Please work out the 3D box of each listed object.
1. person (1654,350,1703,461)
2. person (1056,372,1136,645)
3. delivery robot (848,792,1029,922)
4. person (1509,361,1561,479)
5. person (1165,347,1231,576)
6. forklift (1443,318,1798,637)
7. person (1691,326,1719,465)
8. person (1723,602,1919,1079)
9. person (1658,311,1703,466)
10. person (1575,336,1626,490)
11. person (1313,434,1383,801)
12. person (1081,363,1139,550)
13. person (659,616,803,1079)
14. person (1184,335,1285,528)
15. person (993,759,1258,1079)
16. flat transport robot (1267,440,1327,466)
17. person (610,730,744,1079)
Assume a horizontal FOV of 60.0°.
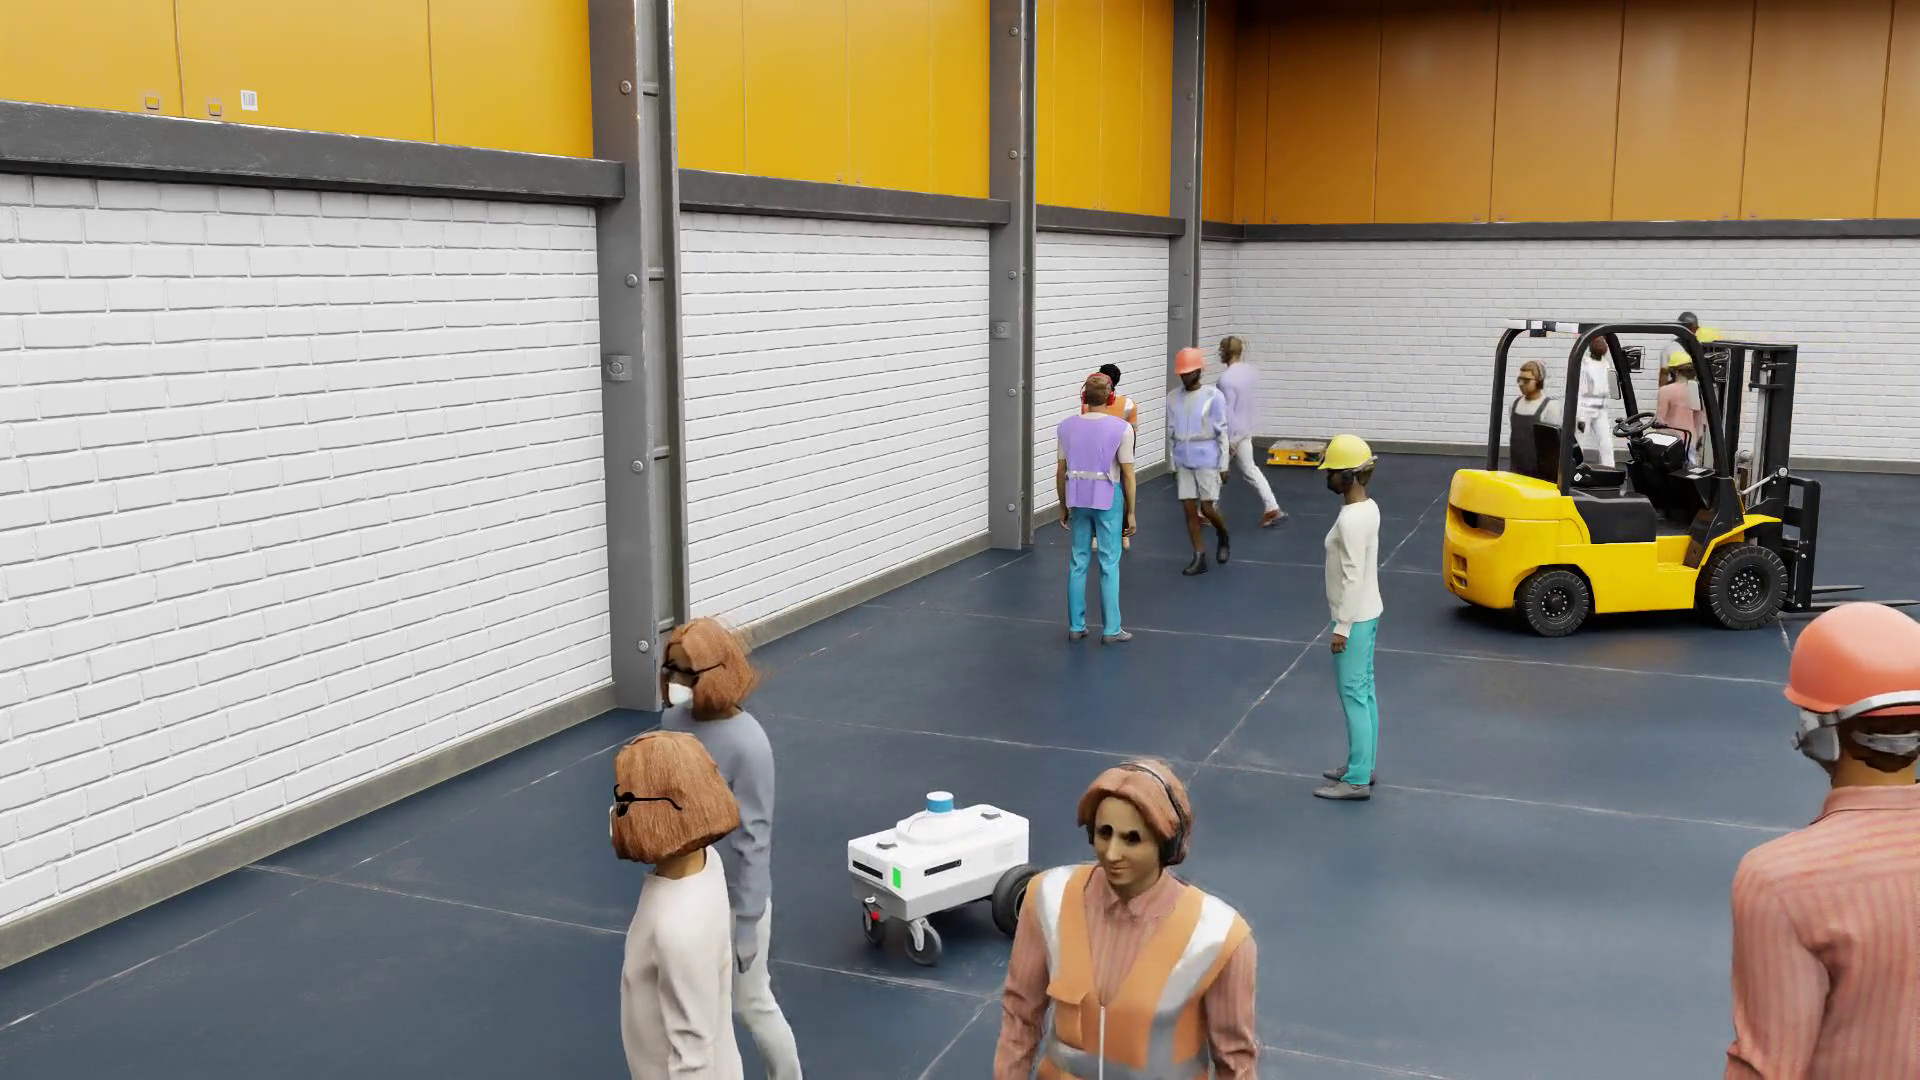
[{"bbox_3d":[6.898,-0.949,16.059,0.550,1.750,0.392,-3,10,-15],"label":"person"},{"bbox_3d":[0.920,-0.208,11.281,0.570,1.846,0.377,5,11,28],"label":"person"},{"bbox_3d":[-0.077,1.205,6.345,0.707,0.478,0.477,-8,12,-40],"label":"delivery robot"},{"bbox_3d":[4.690,-0.567,13.630,0.957,1.801,0.525,-6,11,-32],"label":"person"},{"bbox_3d":[1.993,-0.663,13.884,0.559,1.901,0.619,7,12,36],"label":"person"},{"bbox_3d":[4.706,-0.497,11.990,2.313,2.155,1.214,-2,10,-10],"label":"forklift"},{"bbox_3d":[8.032,-1.363,18.101,0.633,1.907,0.598,7,12,37],"label":"person"},{"bbox_3d":[1.556,1.096,2.945,0.618,1.990,0.394,-3,10,-20],"label":"person"},{"bbox_3d":[9.005,-1.844,20.615,0.692,2.000,0.766,1,9,3],"label":"person"},{"bbox_3d":[7.026,-1.359,18.272,0.597,1.839,0.936,-5,10,-26],"label":"person"},{"bbox_3d":[1.865,0.372,8.028,0.329,1.765,0.533,4,10,22],"label":"person"},{"bbox_3d":[1.346,-0.746,15.032,0.532,1.691,0.321,-1,9,-4],"label":"person"},{"bbox_3d":[-0.711,1.007,4.653,0.704,1.601,0.522,-9,13,-44],"label":"person"},{"bbox_3d":[2.719,-1.054,16.271,0.986,1.906,0.634,7,12,37],"label":"person"},{"bbox_3d":[0.338,1.221,3.379,0.526,1.635,0.565,6,11,31],"label":"person"},{"bbox_3d":[4.415,-1.141,21.705,0.652,0.197,1.431,3,10,16],"label":"flat transport robot"},{"bbox_3d":[-0.584,1.192,3.453,0.279,1.633,0.501,-2,10,-10],"label":"person"}]
